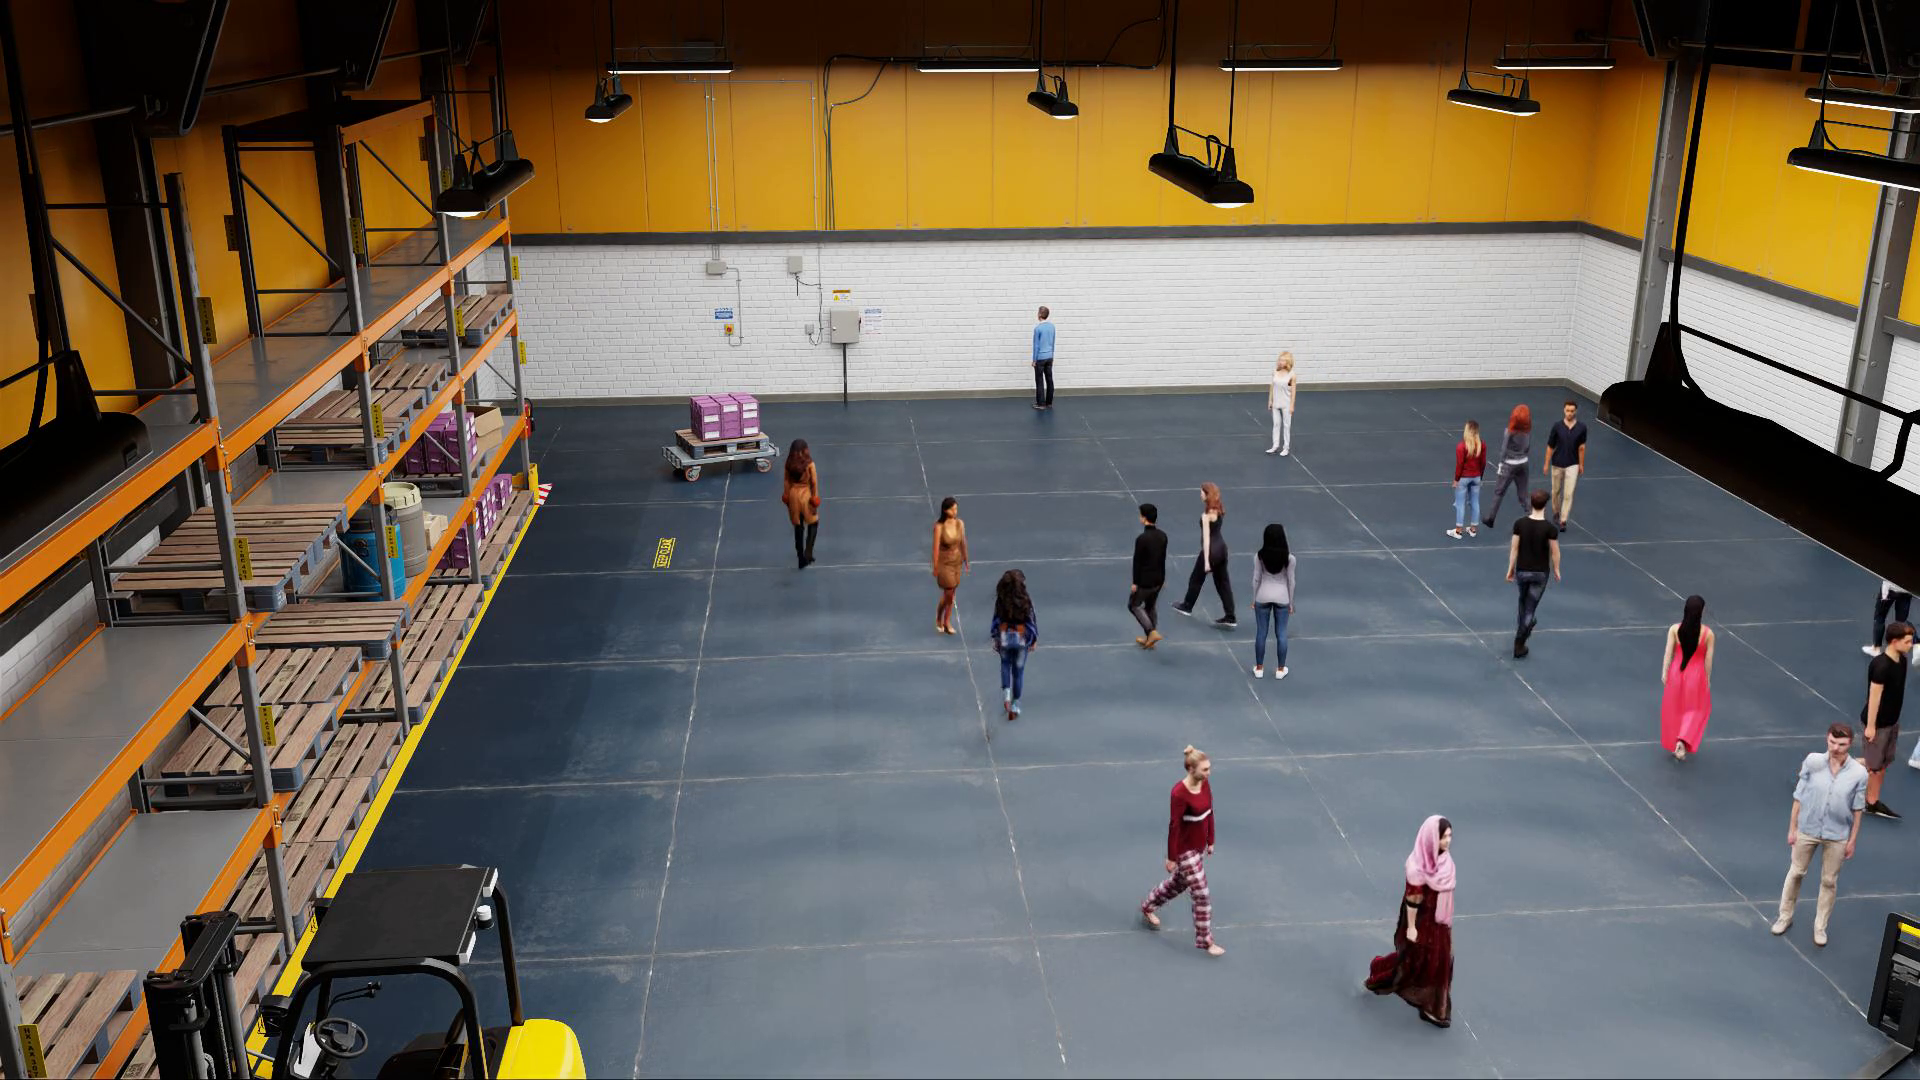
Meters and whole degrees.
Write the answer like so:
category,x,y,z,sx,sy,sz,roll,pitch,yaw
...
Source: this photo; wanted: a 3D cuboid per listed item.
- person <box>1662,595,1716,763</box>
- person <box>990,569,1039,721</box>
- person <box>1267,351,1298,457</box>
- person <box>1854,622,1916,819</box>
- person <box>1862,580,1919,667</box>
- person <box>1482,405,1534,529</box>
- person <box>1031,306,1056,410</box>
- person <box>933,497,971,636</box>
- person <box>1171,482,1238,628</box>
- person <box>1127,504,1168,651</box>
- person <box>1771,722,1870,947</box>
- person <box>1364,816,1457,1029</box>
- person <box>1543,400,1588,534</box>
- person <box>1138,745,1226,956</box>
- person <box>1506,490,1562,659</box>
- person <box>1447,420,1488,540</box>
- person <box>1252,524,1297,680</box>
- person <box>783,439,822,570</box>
category,x,y,z,sx,sy,sz,roll,pitch,yaw
person,6.942,1.365,15.896,0.814,1.716,0.883,10,21,28
person,0.526,1.075,16.915,0.741,1.615,0.748,5,19,15
person,5.157,-2.191,26.527,0.681,1.671,0.746,16,24,39
person,8.228,1.597,14.995,0.971,1.852,1.074,-14,23,-37
person,10.365,0.584,18.265,0.717,1.684,1.007,-5,19,-14
person,7.655,-0.971,22.765,0.781,1.760,0.906,-9,21,-25
person,1.483,-3.244,29.418,0.743,1.820,0.763,-15,24,-37
person,-0.180,0.286,19.160,0.699,1.678,0.749,-17,25,-40
person,3.036,0.211,19.368,1.118,1.687,1.080,13,23,34
person,2.154,0.443,18.636,0.828,1.715,0.878,-15,23,-37
person,6.755,2.270,13.004,0.726,1.847,0.744,11,22,30
person,3.295,2.722,12.017,0.916,1.620,1.042,-12,22,-32
person,8.314,-1.034,22.870,1.008,1.813,1.244,7,20,20
person,1.718,2.380,12.972,1.101,1.659,1.064,14,23,35
person,6.341,0.409,18.515,1.143,1.856,1.205,15,24,37
person,6.887,-0.828,22.538,0.637,1.634,0.578,-5,19,-14
person,3.375,0.660,17.960,0.662,1.736,0.629,5,19,13
person,-2.057,-0.435,21.250,0.761,1.711,0.734,4,19,10
